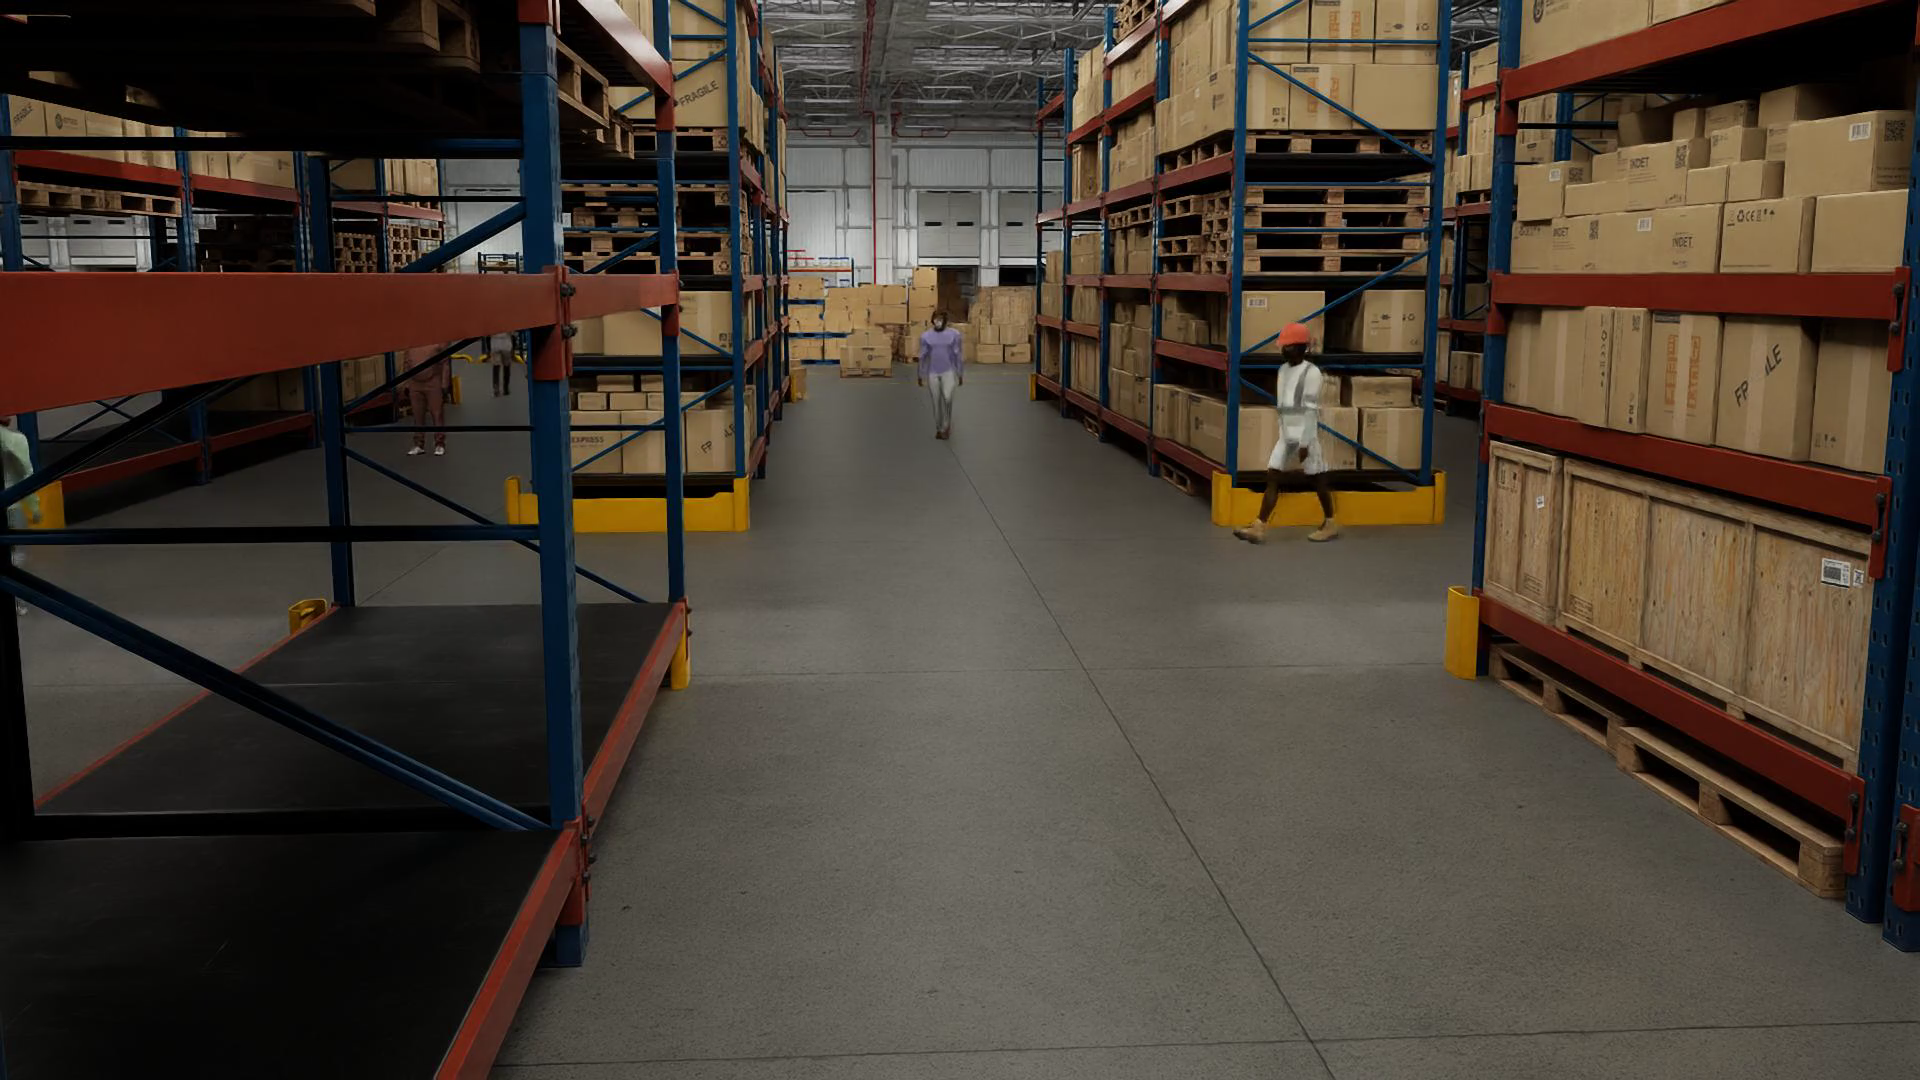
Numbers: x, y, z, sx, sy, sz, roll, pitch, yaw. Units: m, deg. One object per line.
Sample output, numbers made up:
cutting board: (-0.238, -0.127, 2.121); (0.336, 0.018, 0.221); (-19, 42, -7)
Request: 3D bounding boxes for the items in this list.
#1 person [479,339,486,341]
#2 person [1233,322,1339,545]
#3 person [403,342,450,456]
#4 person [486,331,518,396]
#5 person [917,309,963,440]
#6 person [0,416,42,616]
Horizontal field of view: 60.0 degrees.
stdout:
person: (-17.509, -8.172, 60.666); (0.604, 1.858, 0.631); (7, 11, 36)
person: (2.973, -0.929, 14.775); (1.111, 1.981, 0.625); (-4, 10, -24)
person: (-7.134, -2.074, 22.202); (0.640, 1.909, 0.409); (1, 9, 7)
person: (-9.082, -3.806, 32.980); (0.618, 1.936, 0.491); (-1, 9, -7)
person: (-0.310, -2.390, 24.156); (0.661, 1.909, 0.853); (1, 9, 8)
person: (-6.645, -0.214, 11.436); (0.509, 1.611, 0.627); (1, 9, 5)
